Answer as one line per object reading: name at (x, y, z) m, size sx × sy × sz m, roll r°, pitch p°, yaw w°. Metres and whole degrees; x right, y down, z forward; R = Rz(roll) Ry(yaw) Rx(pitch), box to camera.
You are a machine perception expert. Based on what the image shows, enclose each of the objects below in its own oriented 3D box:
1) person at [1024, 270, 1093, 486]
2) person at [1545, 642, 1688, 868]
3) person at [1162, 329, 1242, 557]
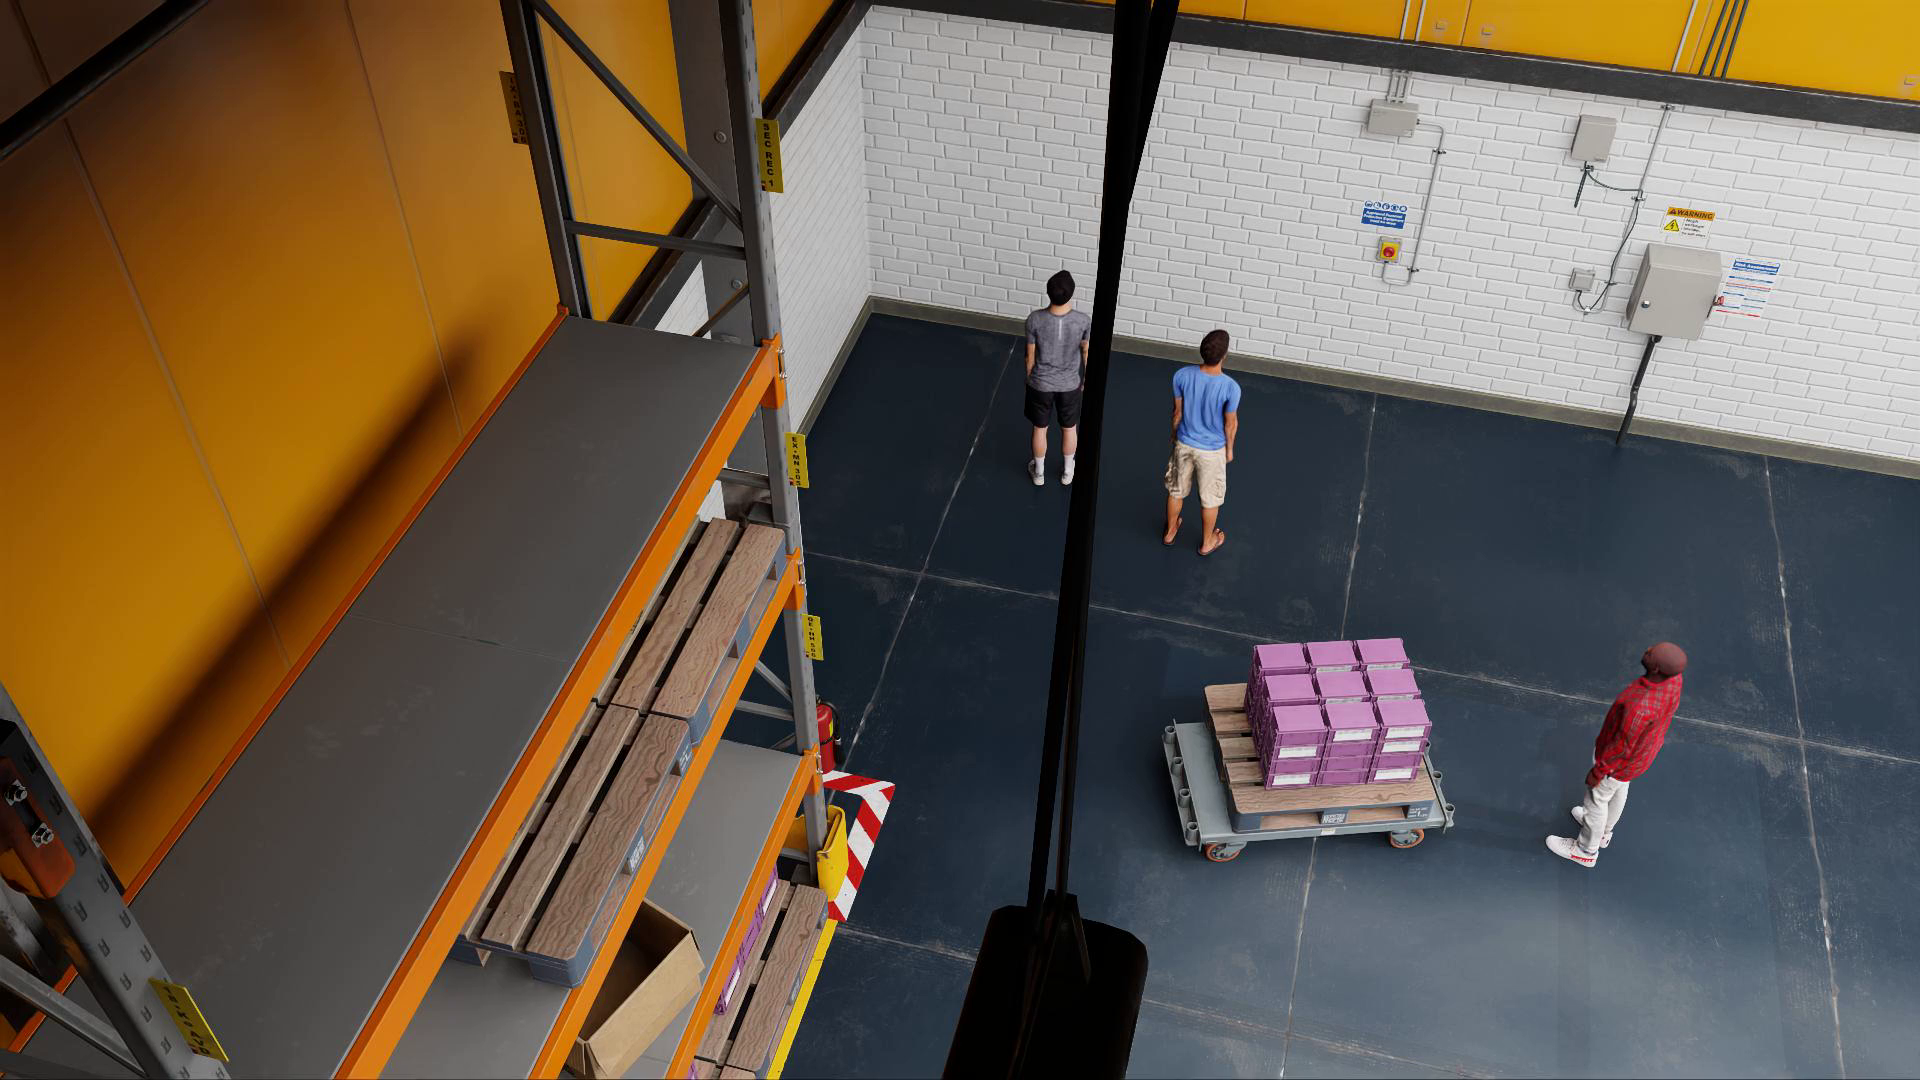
person at (0.697, -1.164, 12.144) m, size 0.712 × 1.871 × 0.643 m, roll 0°, pitch 44°, yaw 0°
person at (3.872, 1.226, 9.672) m, size 0.705 × 1.820 × 0.817 m, roll -33°, pitch 53°, yaw -30°
person at (1.685, -0.679, 11.641) m, size 0.684 × 1.863 × 0.611 m, roll 18°, pitch 47°, yaw 18°
